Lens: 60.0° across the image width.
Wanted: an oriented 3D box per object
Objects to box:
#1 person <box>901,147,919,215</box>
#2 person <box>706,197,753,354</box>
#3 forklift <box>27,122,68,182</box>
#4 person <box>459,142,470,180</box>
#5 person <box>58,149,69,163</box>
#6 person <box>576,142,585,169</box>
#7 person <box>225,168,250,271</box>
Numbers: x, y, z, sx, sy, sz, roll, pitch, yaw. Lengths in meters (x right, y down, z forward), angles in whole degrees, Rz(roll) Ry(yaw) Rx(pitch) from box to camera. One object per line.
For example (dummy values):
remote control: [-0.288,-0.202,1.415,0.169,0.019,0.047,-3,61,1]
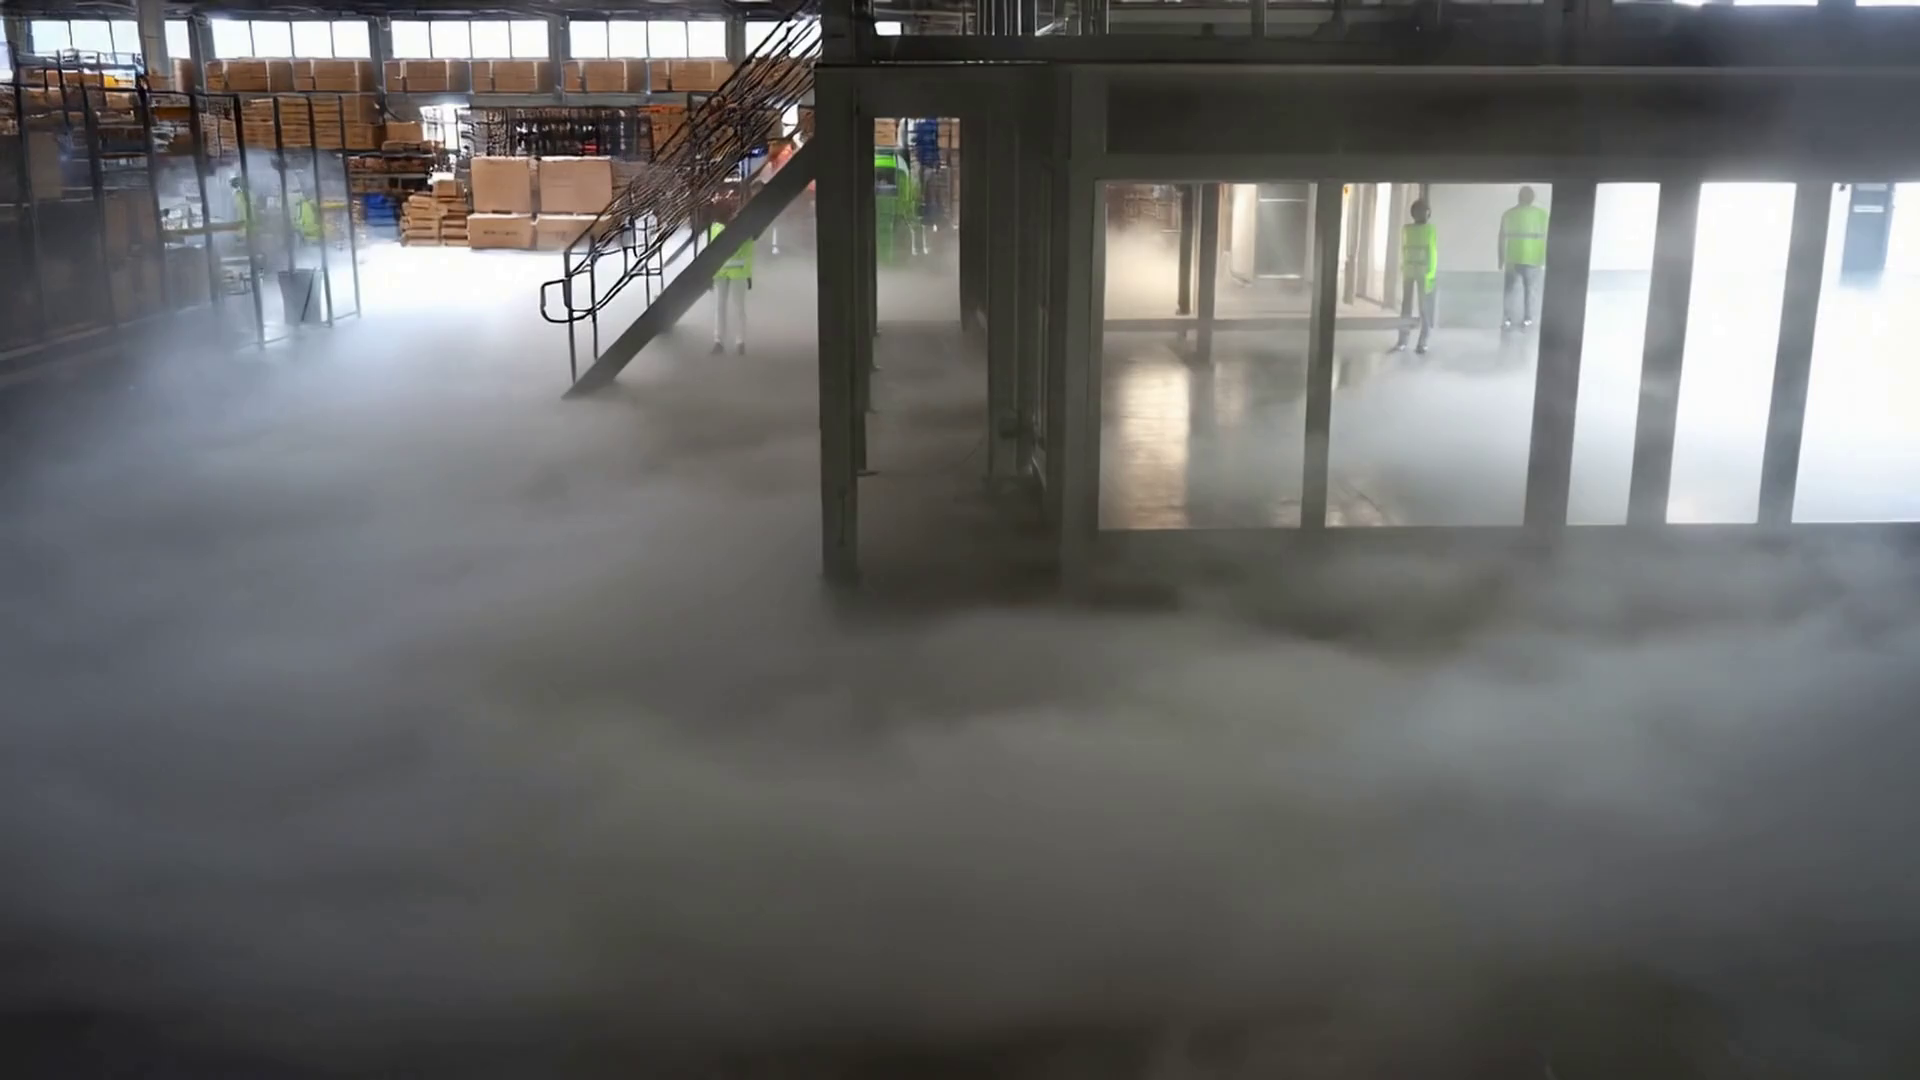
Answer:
person: [-1.501,-10.912,50.642,0.605,2.045,0.377,7,16,26]
person: [-2.798,-3.196,20.129,0.578,1.882,0.346,2,14,8]
forklift: [-35.376,-14.773,64.377,1.129,2.768,1.873,-1,14,-2]
person: [-23.630,-18.032,79.375,0.621,1.918,0.889,2,14,9]
person: [-39.973,-16.612,74.208,0.538,1.663,0.835,-2,14,-6]
person: [-19.143,-19.158,84.020,0.404,1.837,0.589,-11,18,-38]
person: [-13.643,-6.059,31.486,0.407,1.922,0.585,-5,15,-19]
